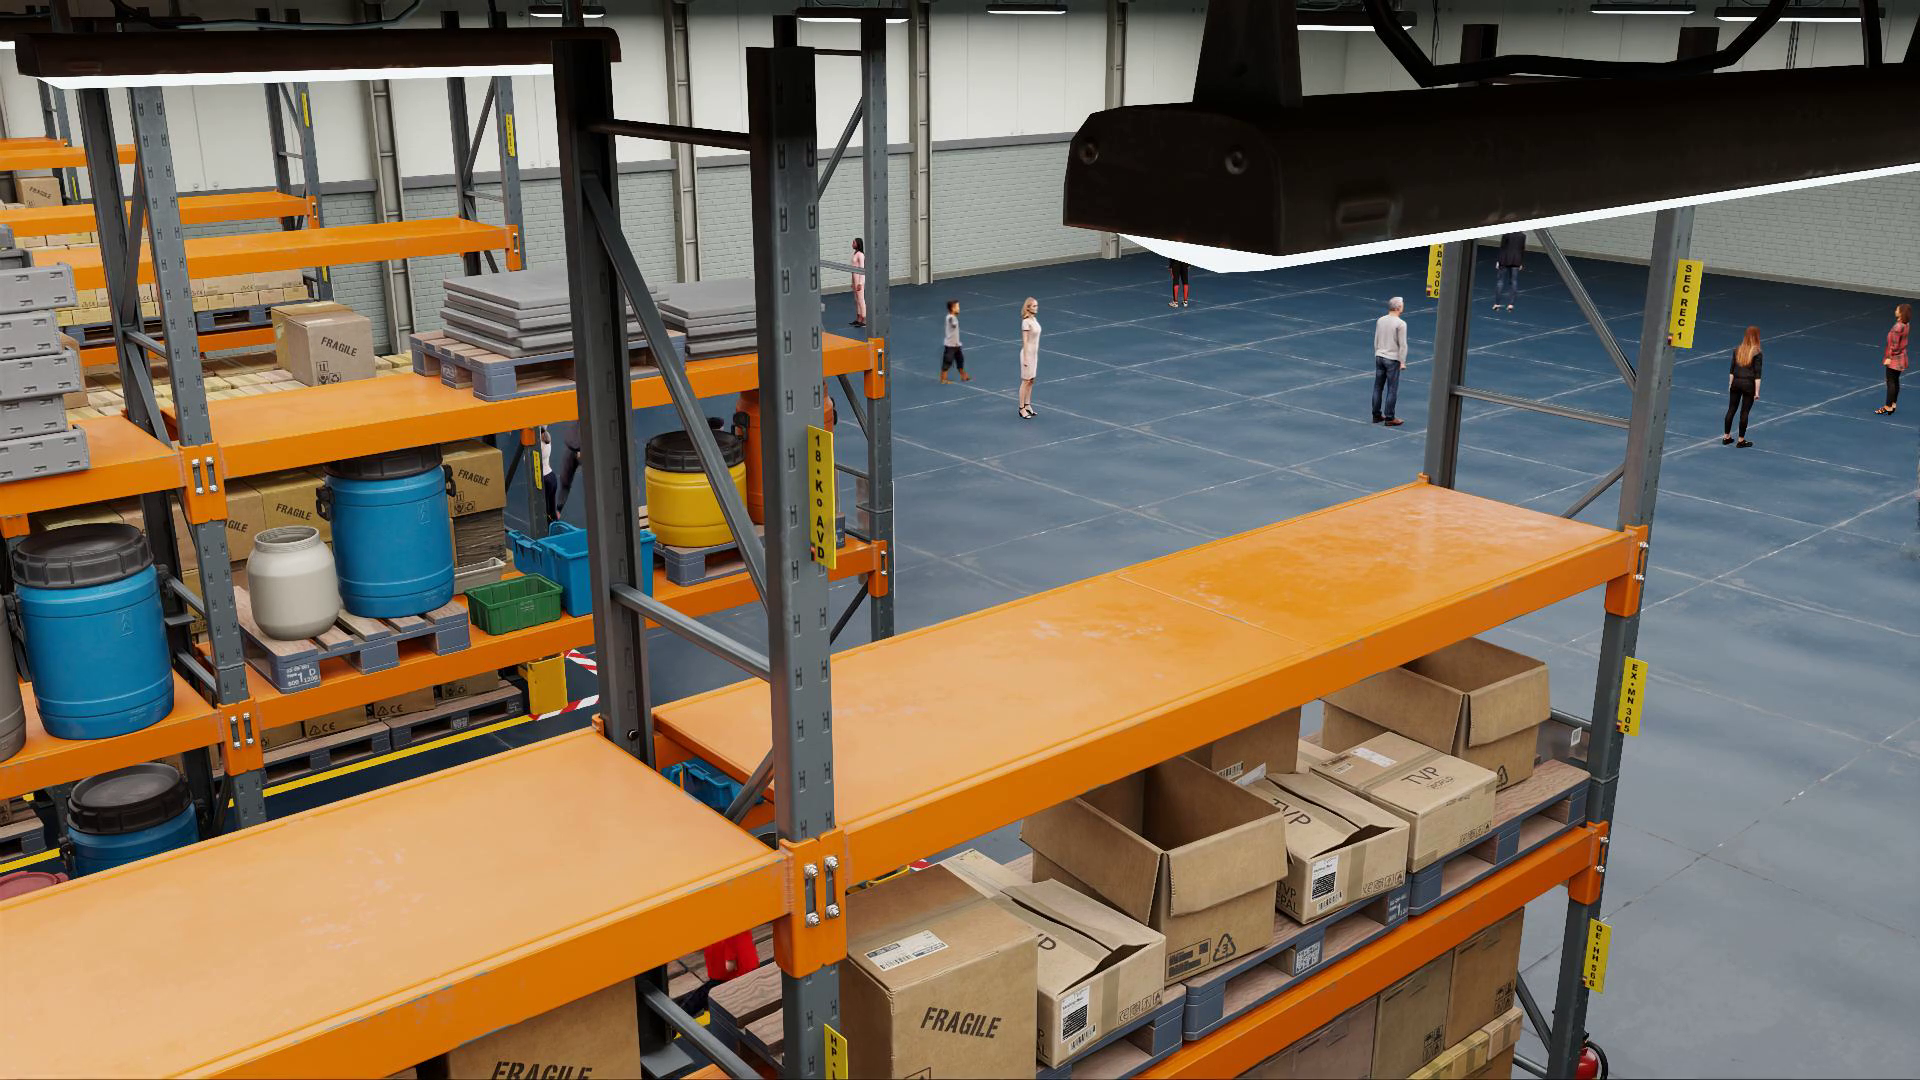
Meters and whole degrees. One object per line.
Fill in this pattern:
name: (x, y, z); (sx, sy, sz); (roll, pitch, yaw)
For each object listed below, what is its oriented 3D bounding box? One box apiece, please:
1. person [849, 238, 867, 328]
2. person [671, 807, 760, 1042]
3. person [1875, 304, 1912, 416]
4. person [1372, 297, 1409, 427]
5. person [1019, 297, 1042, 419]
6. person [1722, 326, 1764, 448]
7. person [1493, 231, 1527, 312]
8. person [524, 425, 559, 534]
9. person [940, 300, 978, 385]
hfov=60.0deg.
person: (-1.965, -5.008, 32.272); (0.645, 1.721, 0.678); (-7, 19, -20)
person: (-1.431, 2.341, 9.692); (1.031, 1.729, 0.851); (-5, 19, -14)
person: (14.310, -2.771, 25.435); (0.508, 1.703, 0.682); (-17, 25, -42)
person: (6.406, -2.677, 24.813); (0.669, 1.909, 0.759); (-11, 21, -31)
person: (1.047, -2.774, 25.239); (0.705, 1.829, 0.570); (9, 20, 26)
person: (11.125, -2.188, 23.630); (0.573, 1.711, 0.628); (-11, 21, -31)
person: (10.070, -5.102, 30.608); (0.816, 1.781, 0.791); (1, 18, 2)
person: (-4.667, -0.576, 18.694); (0.734, 1.702, 0.665); (2, 18, 7)
person: (-0.202, -3.302, 27.491); (0.981, 1.439, 0.870); (-2, 18, -6)
